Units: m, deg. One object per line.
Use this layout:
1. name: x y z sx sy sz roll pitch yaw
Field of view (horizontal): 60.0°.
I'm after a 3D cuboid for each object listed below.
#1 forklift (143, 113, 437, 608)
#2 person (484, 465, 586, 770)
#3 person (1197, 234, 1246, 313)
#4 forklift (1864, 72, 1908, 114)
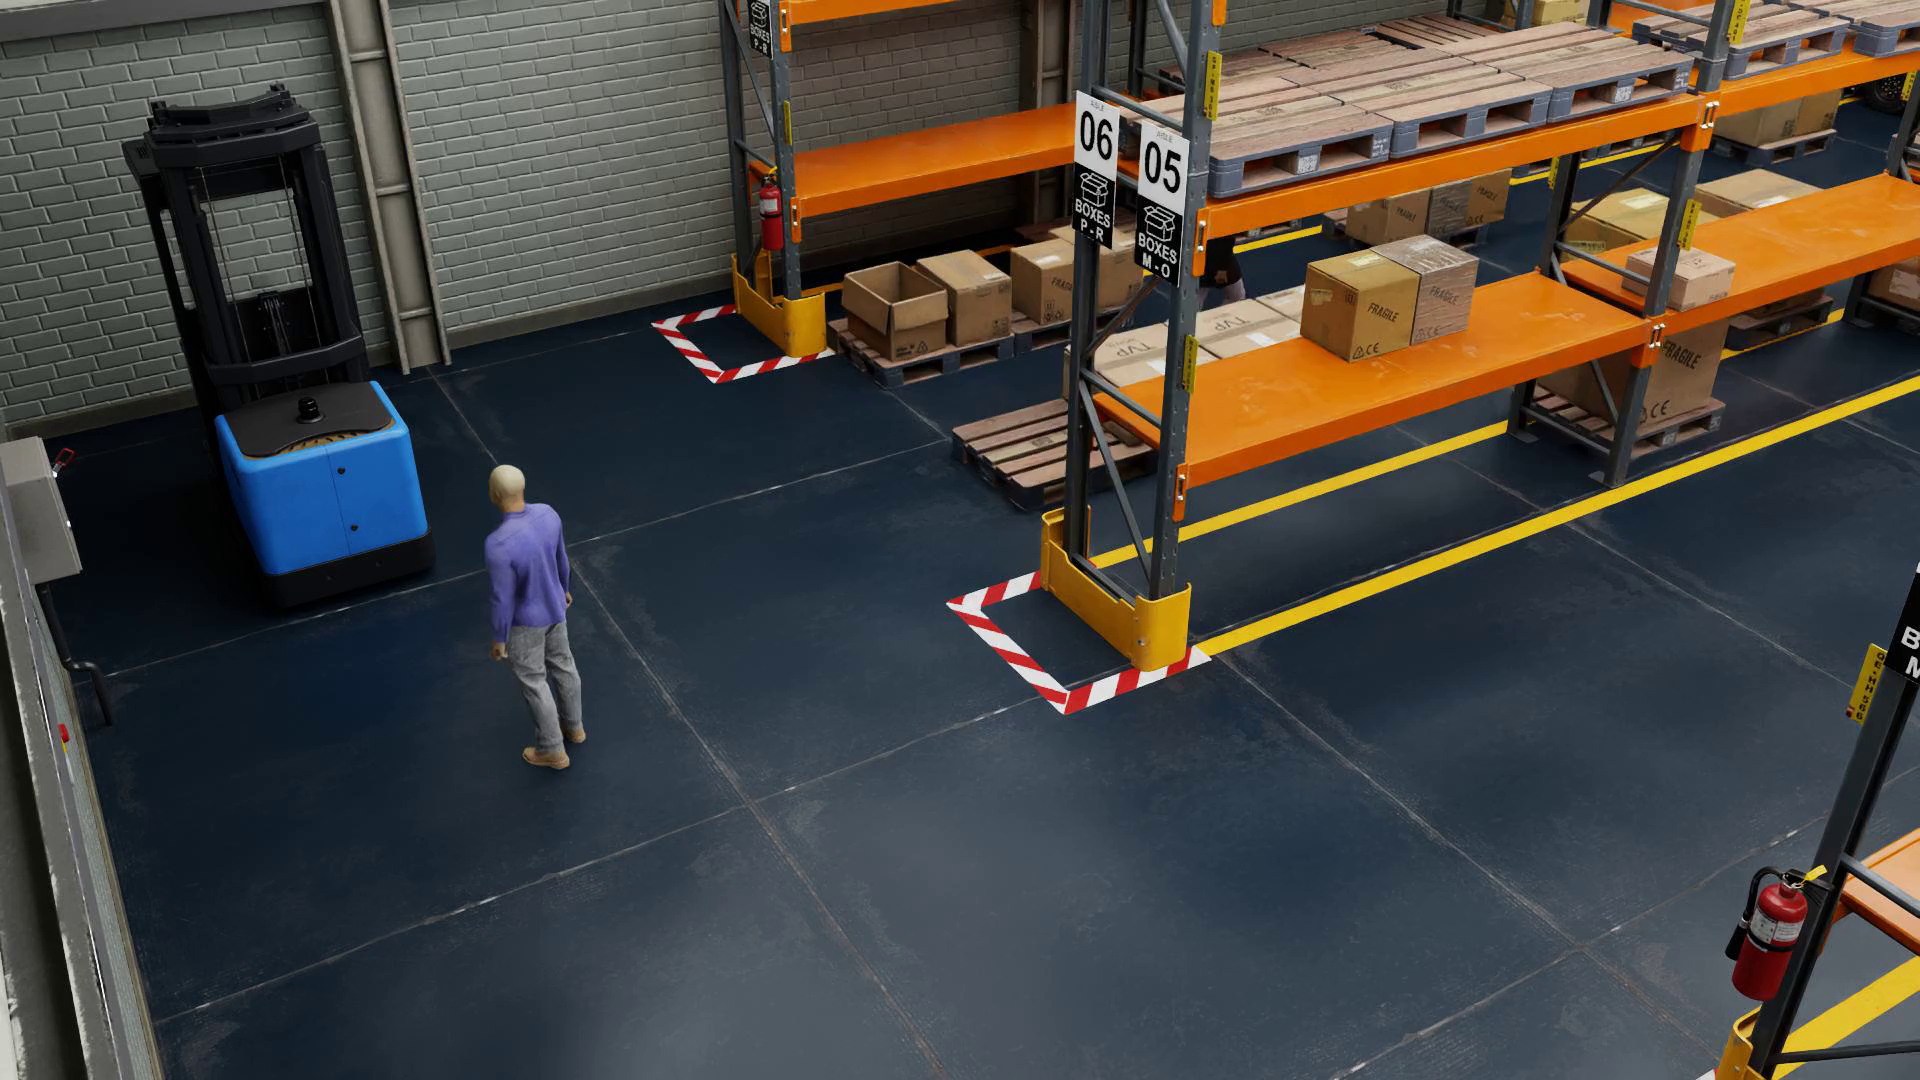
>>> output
1. forklift: -4.289 -1.259 10.509 1.129 2.768 1.873 -17 36 -26
2. person: -2.249 0.411 8.830 0.389 1.800 0.608 16 35 24
3. person: 2.008 -2.236 13.061 0.513 1.839 0.535 -19 37 -28
4. forklift: 11.468 -5.645 18.244 1.214 2.155 2.313 -17 36 -26
